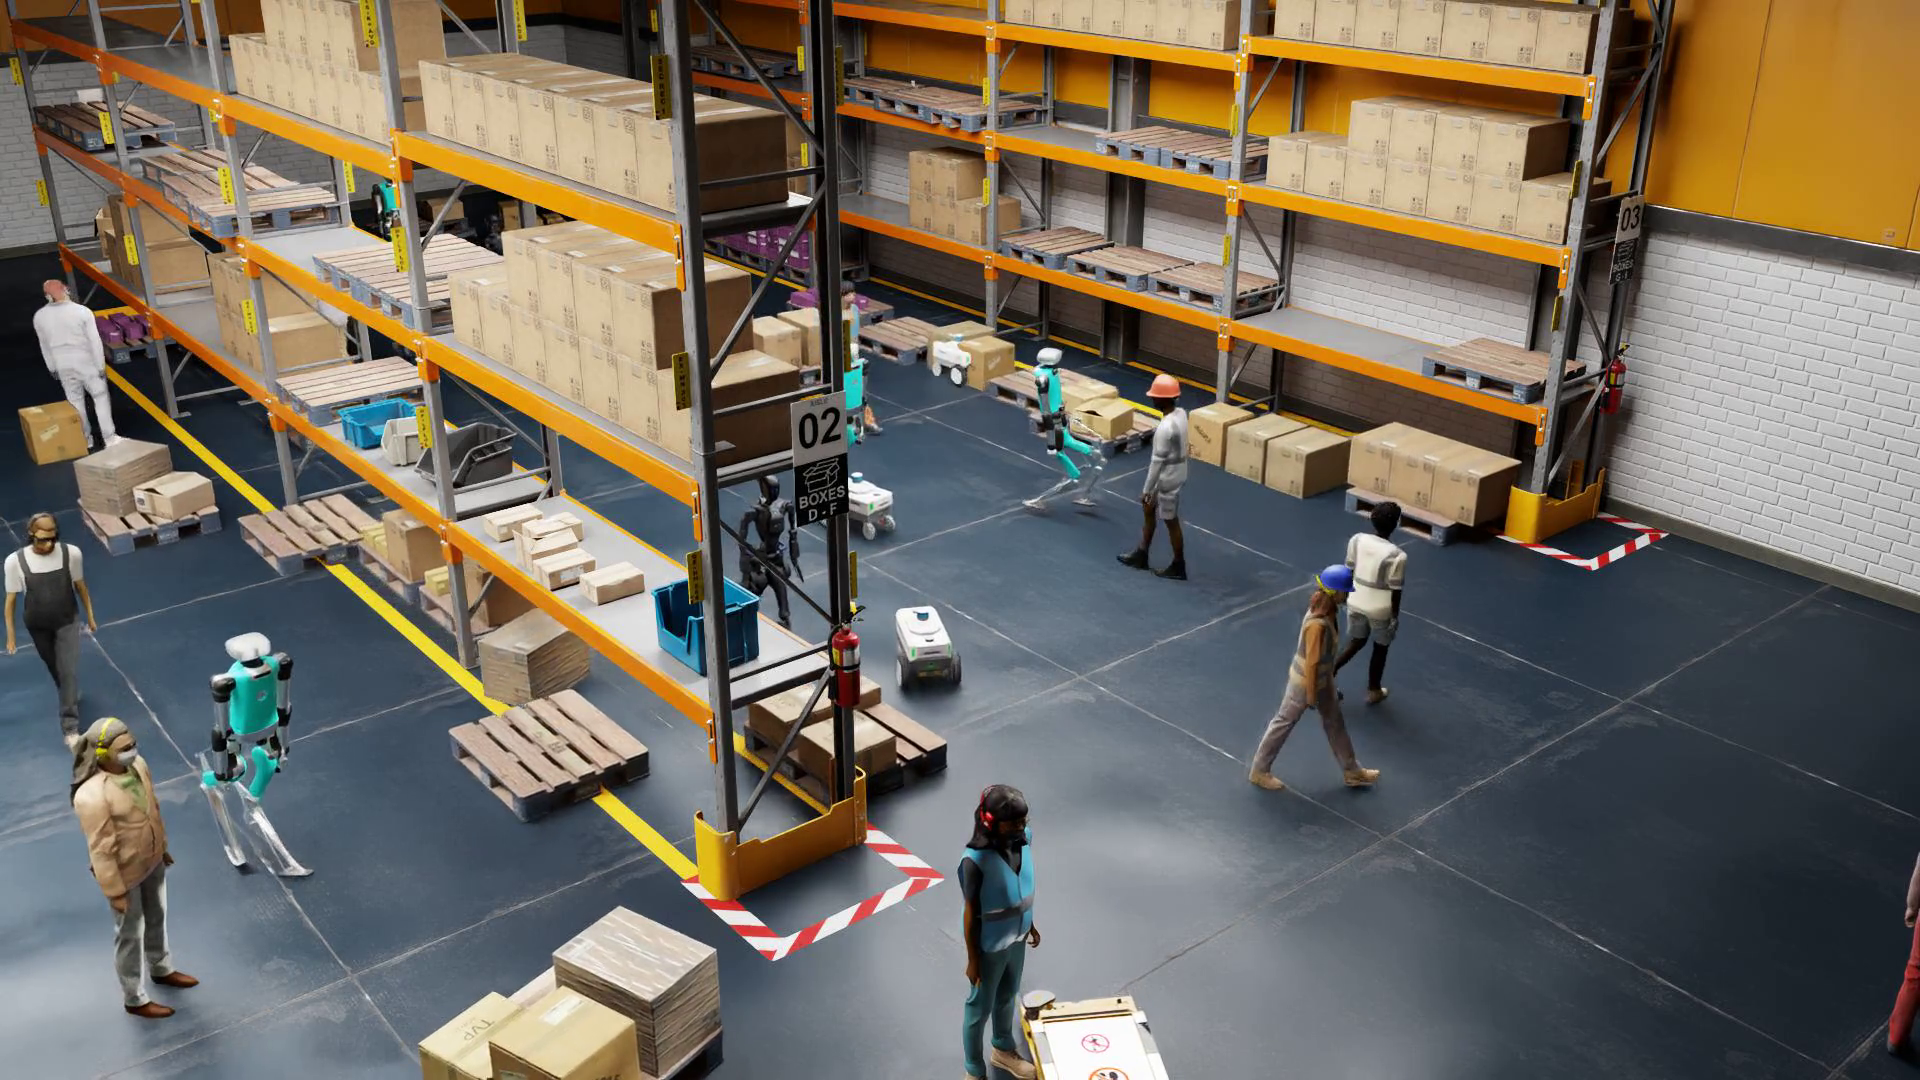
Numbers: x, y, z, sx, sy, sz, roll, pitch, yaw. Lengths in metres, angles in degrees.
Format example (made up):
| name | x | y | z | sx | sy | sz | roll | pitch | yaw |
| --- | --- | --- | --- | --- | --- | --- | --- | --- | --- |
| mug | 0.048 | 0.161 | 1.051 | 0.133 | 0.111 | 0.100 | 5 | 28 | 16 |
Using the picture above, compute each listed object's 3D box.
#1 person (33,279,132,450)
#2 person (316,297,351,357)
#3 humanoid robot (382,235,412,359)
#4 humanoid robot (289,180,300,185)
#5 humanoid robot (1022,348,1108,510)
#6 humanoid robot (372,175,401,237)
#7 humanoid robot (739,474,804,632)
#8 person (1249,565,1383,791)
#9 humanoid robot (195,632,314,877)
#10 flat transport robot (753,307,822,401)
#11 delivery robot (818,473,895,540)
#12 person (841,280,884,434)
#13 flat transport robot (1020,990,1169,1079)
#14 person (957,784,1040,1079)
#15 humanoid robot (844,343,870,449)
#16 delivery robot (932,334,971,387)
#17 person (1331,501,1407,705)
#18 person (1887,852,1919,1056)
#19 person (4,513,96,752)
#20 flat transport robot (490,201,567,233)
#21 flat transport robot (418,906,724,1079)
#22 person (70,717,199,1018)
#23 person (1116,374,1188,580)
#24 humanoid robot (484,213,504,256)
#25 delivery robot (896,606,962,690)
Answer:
| name | x | y | z | sx | sy | sz | roll | pitch | yaw |
| --- | --- | --- | --- | --- | --- | --- | --- | --- | --- |
| person | -9.562 | -1.892 | 18.007 | 0.698 | 1.870 | 0.457 | -2 | 23 | -4 |
| person | -7.587 | -2.686 | 20.013 | 0.557 | 1.731 | 0.381 | -16 | 28 | -33 |
| humanoid robot | -7.077 | -2.974 | 20.765 | 0.331 | 1.657 | 0.589 | 20 | 30 | 38 |
| humanoid robot | -9.553 | -4.283 | 23.746 | 0.530 | 1.778 | 0.992 | -21 | 31 | -40 |
| humanoid robot | 1.093 | -0.993 | 16.111 | 0.950 | 1.753 | 0.566 | 5 | 24 | 13 |
| humanoid robot | -8.058 | -4.393 | 23.965 | 0.593 | 1.773 | 0.822 | -9 | 25 | -19 |
| humanoid robot | -1.575 | 0.202 | 13.474 | 0.597 | 1.629 | 0.776 | -19 | 30 | -36 |
| person | 2.534 | 0.974 | 11.560 | 0.967 | 1.717 | 0.531 | 10 | 25 | 22 |
| humanoid robot | -4.610 | 1.362 | 10.659 | 0.899 | 1.769 | 0.573 | 15 | 28 | 31 |
| flat transport robot | -2.057 | -1.851 | 19.929 | 0.659 | 0.231 | 1.431 | -16 | 28 | -33 |
| delivery robot | -1.018 | -0.357 | 16.134 | 0.792 | 0.614 | 0.499 | 19 | 30 | 37 |
| person | -1.243 | -2.032 | 18.520 | 0.855 | 1.719 | 0.504 | 21 | 31 | 40 |
| flat transport robot | 0.767 | 2.920 | 8.880 | 0.659 | 0.231 | 1.431 | -3 | 24 | -7 |
| person | 0.204 | 2.104 | 8.751 | 0.390 | 1.871 | 0.527 | 19 | 30 | 37 |
| humanoid robot | -1.253 | -1.111 | 16.304 | 0.679 | 1.751 | 0.544 | 18 | 29 | 36 |
| delivery robot | 0.001 | -2.224 | 20.436 | 0.499 | 0.597 | 0.801 | -18 | 29 | -36 |
| person | 3.087 | 0.514 | 12.671 | 0.571 | 1.676 | 0.549 | -18 | 29 | -35 |
| person | 5.392 | 2.069 | 8.990 | 0.370 | 1.752 | 0.520 | -19 | 30 | -37 |
| person | -6.733 | 0.614 | 12.321 | 0.600 | 1.782 | 0.942 | -12 | 26 | -25 |
| flat transport robot | -6.703 | -4.580 | 26.250 | 0.659 | 0.231 | 1.431 | -10 | 25 | -21 |
| flat transport robot | -2.040 | 2.961 | 8.786 | 1.431 | 0.231 | 0.659 | 15 | 27 | 30 |
| person | -4.684 | 1.835 | 9.389 | 0.391 | 1.870 | 0.549 | 3 | 24 | 7 |
| person | 1.720 | -0.562 | 14.872 | 0.808 | 1.909 | 0.576 | 8 | 25 | 18 |
| humanoid robot | -6.121 | -3.524 | 22.054 | 0.733 | 1.630 | 0.593 | 6 | 24 | 13 |
| delivery robot | -0.292 | 0.832 | 13.353 | 0.499 | 0.592 | 0.791 | -5 | 24 | -11 |
